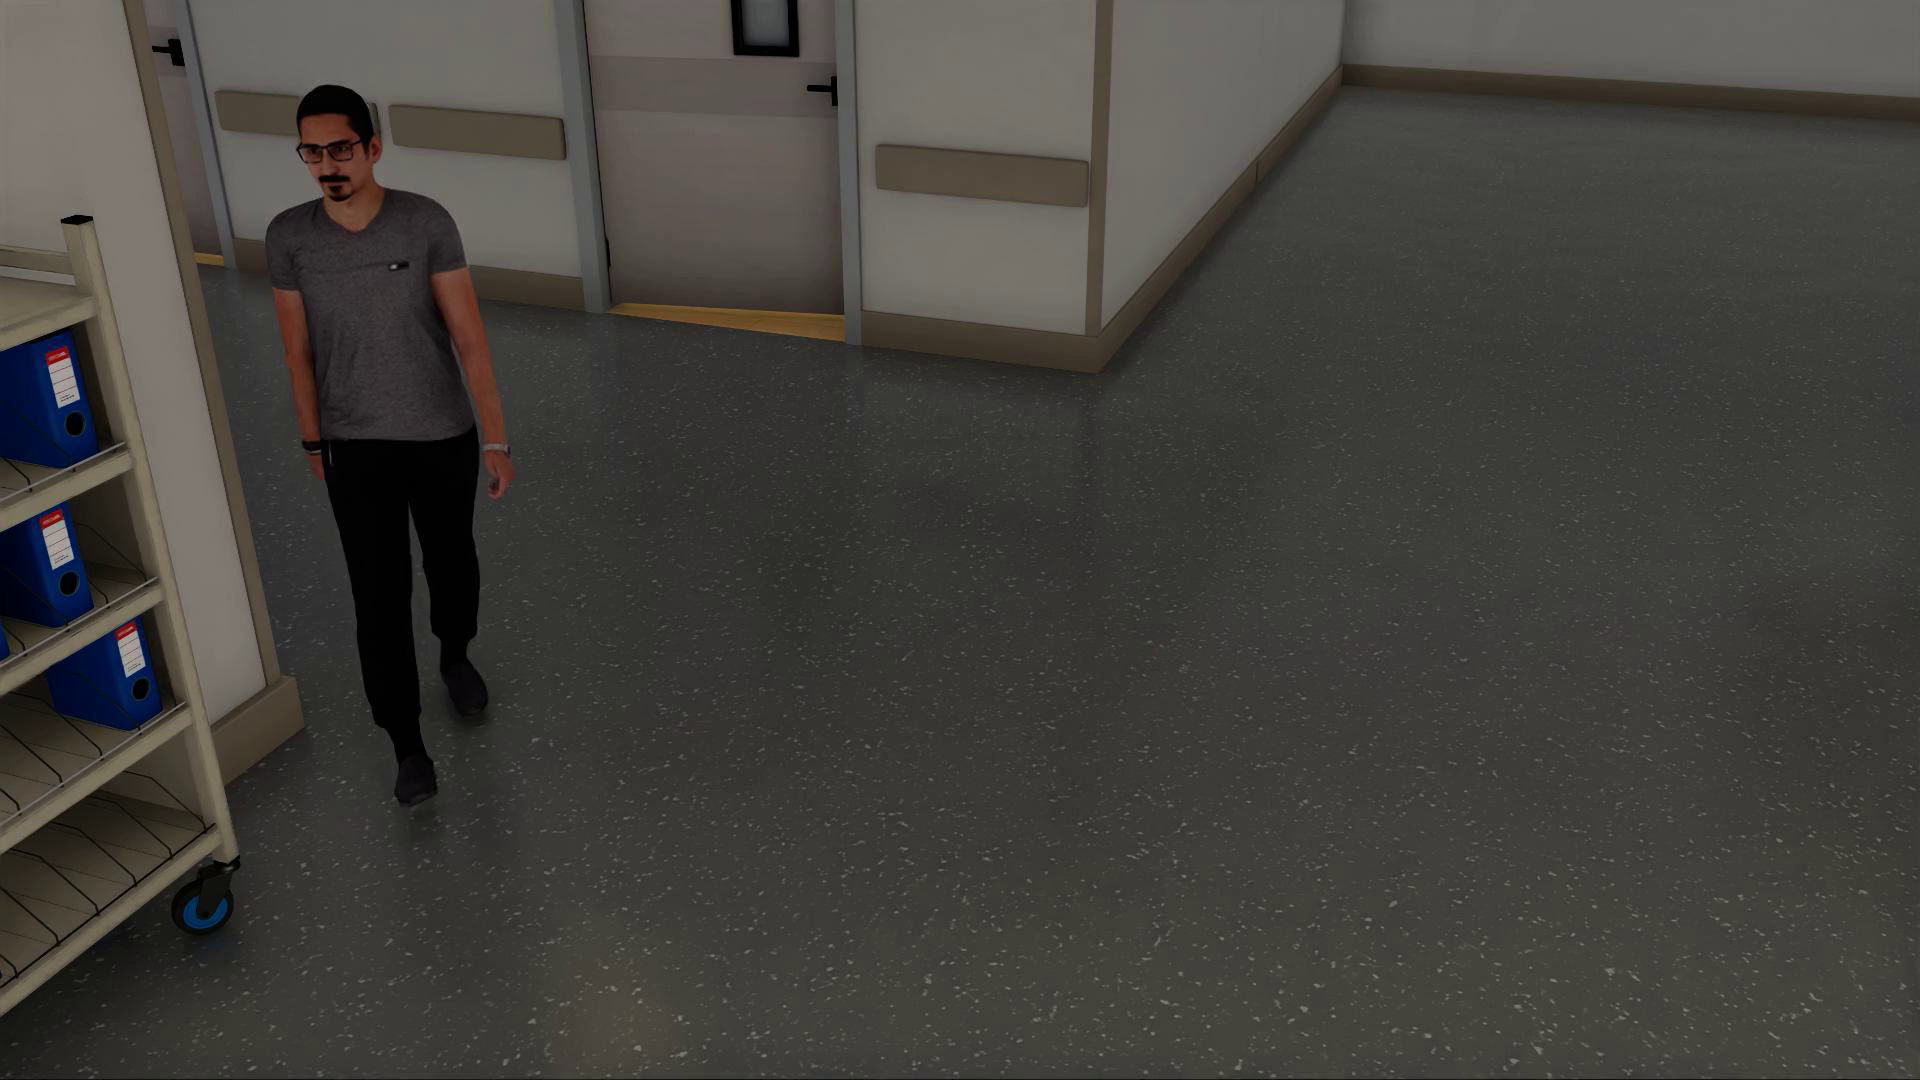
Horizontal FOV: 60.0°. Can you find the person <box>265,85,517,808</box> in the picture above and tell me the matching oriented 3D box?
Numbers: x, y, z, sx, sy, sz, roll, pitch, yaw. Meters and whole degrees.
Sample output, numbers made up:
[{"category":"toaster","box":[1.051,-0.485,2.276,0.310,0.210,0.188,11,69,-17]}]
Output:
[{"category":"person","box":[-1.426,-0.280,4.232,1.054,1.715,1.146,-10,28,-21]}]
